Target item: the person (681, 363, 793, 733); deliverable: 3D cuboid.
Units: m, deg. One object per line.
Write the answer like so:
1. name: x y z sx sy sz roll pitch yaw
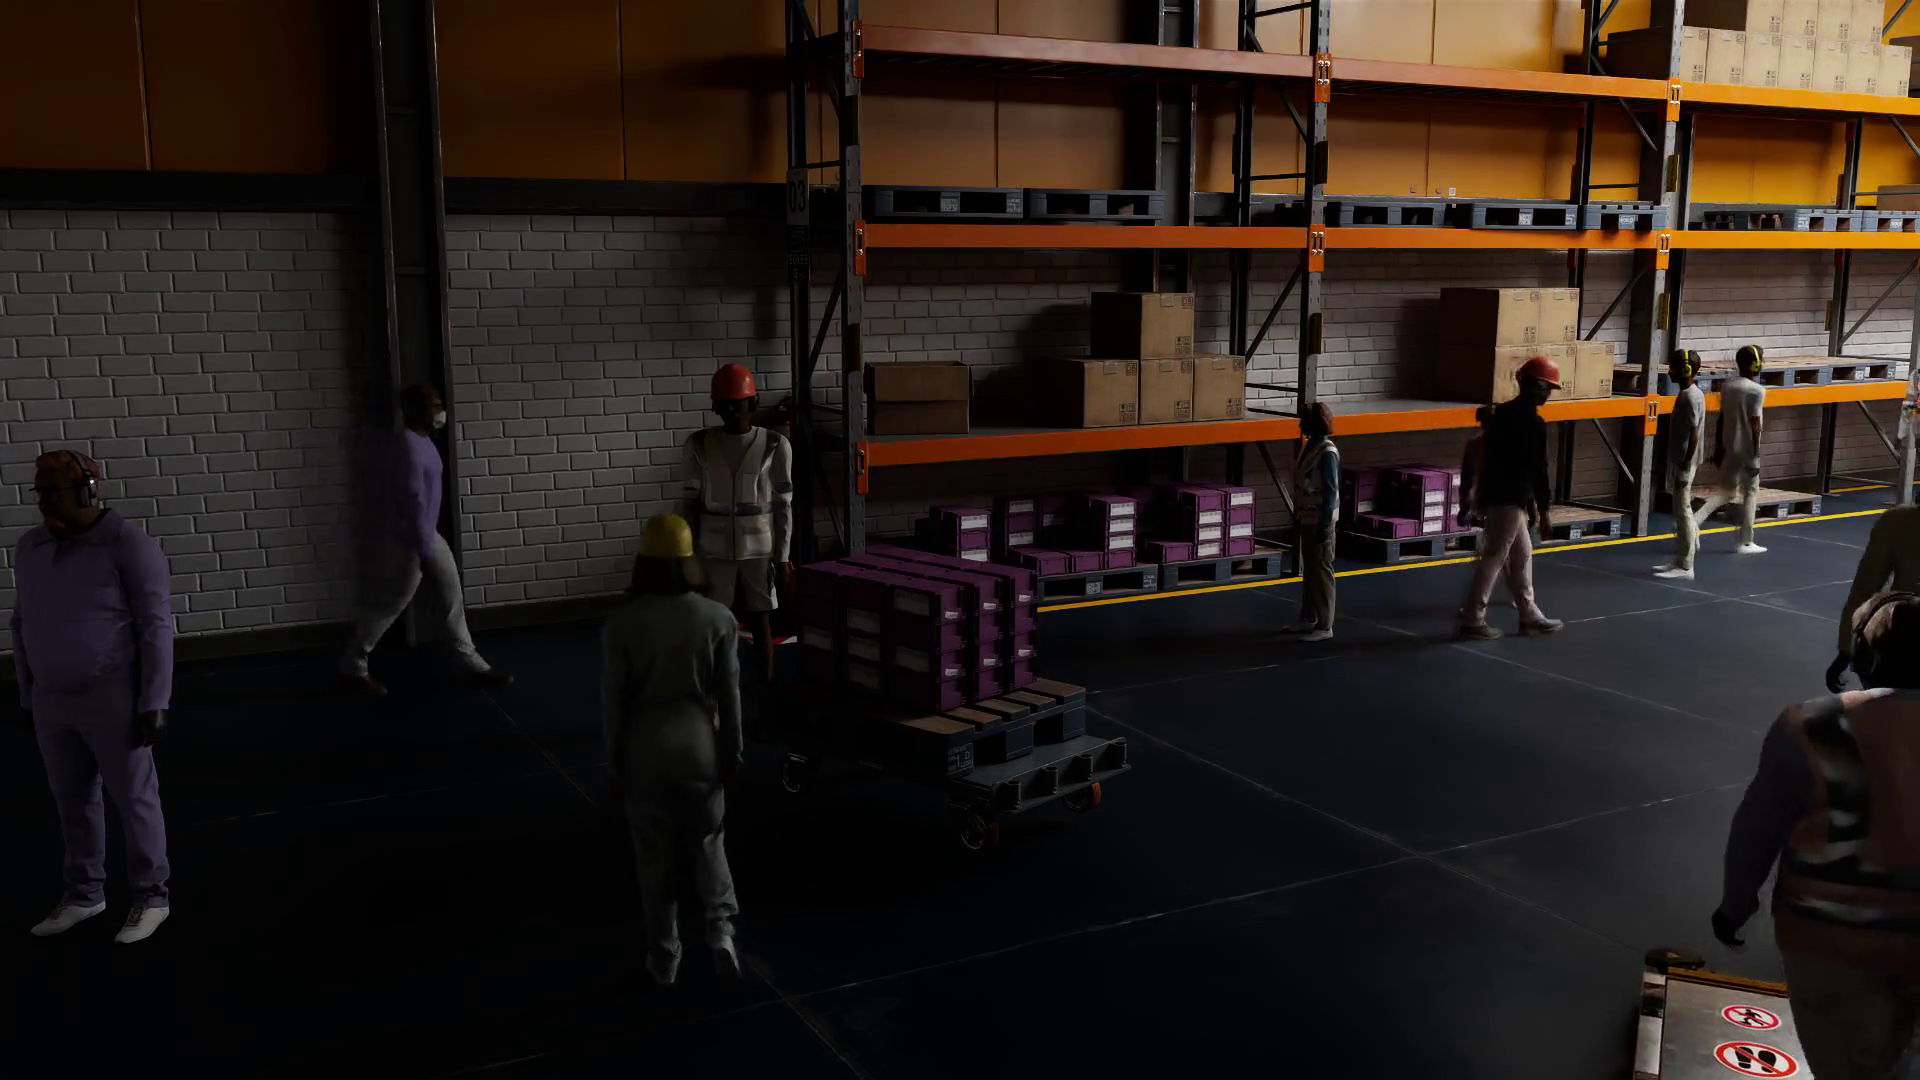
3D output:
1. person: -1.219 0.055 9.120 0.607 2.044 0.376 0 10 -1

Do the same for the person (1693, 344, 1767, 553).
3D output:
1. person: 6.740 -0.777 14.481 0.734 1.852 0.517 -3 10 -15

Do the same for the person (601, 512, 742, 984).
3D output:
1. person: -1.009 0.773 5.903 0.495 1.731 0.503 -4 11 -21

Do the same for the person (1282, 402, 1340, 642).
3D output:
1. person: 2.420 -0.125 11.326 0.313 1.637 0.513 -1 10 -6

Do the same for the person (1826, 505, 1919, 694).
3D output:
1. person: 4.078 0.490 6.952 1.064 1.934 0.635 -8 13 -39

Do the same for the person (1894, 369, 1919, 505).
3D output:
1. person: 9.301 -1.042 15.898 1.007 1.891 0.564 -6 12 -31

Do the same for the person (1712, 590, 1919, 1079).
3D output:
1. person: 2.333 1.012 4.337 0.628 1.786 0.980 0 10 0

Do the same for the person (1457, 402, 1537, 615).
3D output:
1. person: 3.940 -0.234 12.147 0.934 1.568 0.518 -9 13 -41

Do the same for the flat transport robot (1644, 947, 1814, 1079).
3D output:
1. flat transport robot: 2.417 1.640 5.090 0.652 0.197 1.431 4 11 24

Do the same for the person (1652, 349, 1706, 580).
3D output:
1. person: 5.836 -0.607 13.452 0.310 1.861 0.532 4 11 20

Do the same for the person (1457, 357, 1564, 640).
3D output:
1. person: 3.810 -0.262 11.237 0.884 1.933 0.624 -1 10 -3

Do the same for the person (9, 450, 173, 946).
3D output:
1. person: -3.338 0.603 6.359 0.652 1.906 0.405 2 10 13

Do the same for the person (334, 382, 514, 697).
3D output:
1. person: -3.276 0.005 9.891 1.026 1.891 0.648 -1 10 -7
